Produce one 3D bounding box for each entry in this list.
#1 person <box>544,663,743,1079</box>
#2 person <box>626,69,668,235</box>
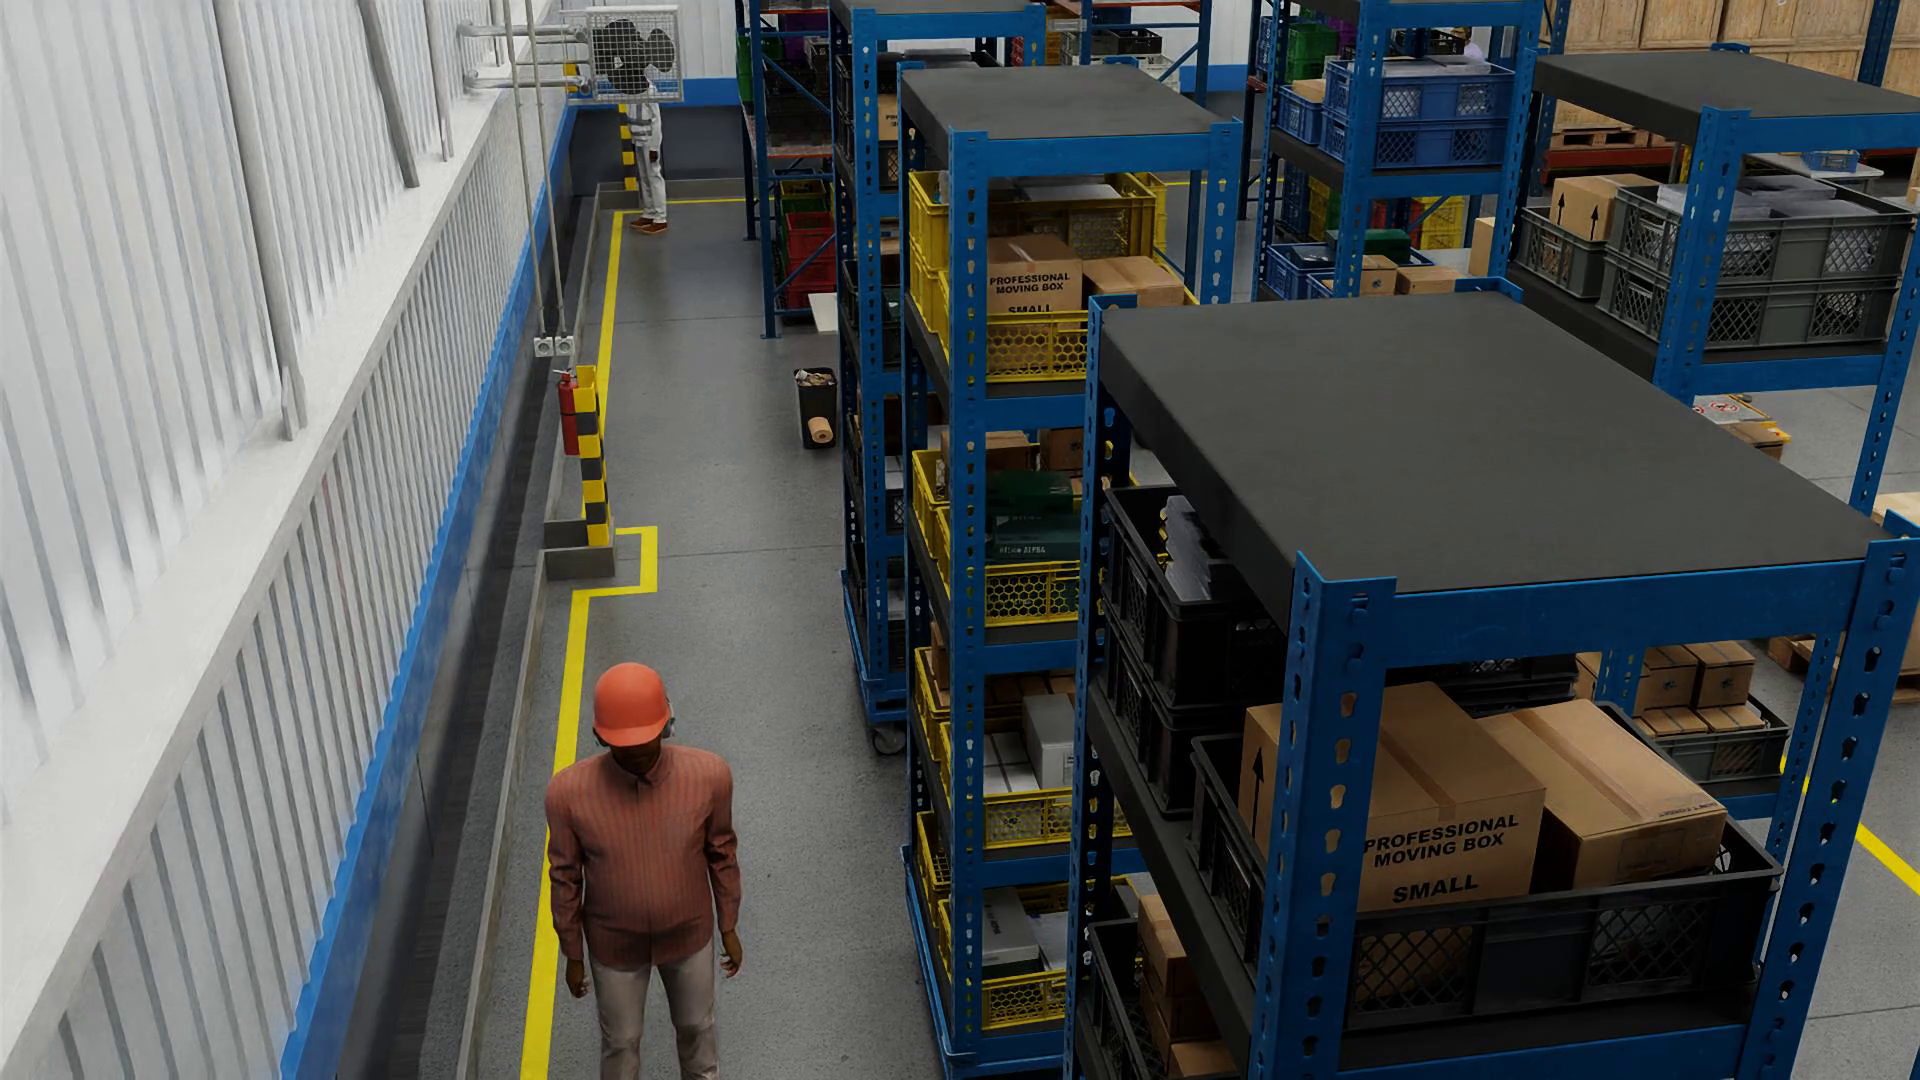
[{"bbox_3d":[-1.006,1.283,5.429,0.611,1.995,0.380,-8,26,-17],"label":"person"},{"bbox_3d":[-3.293,-4.155,17.383,0.361,1.883,0.574,-14,28,-28],"label":"person"}]
